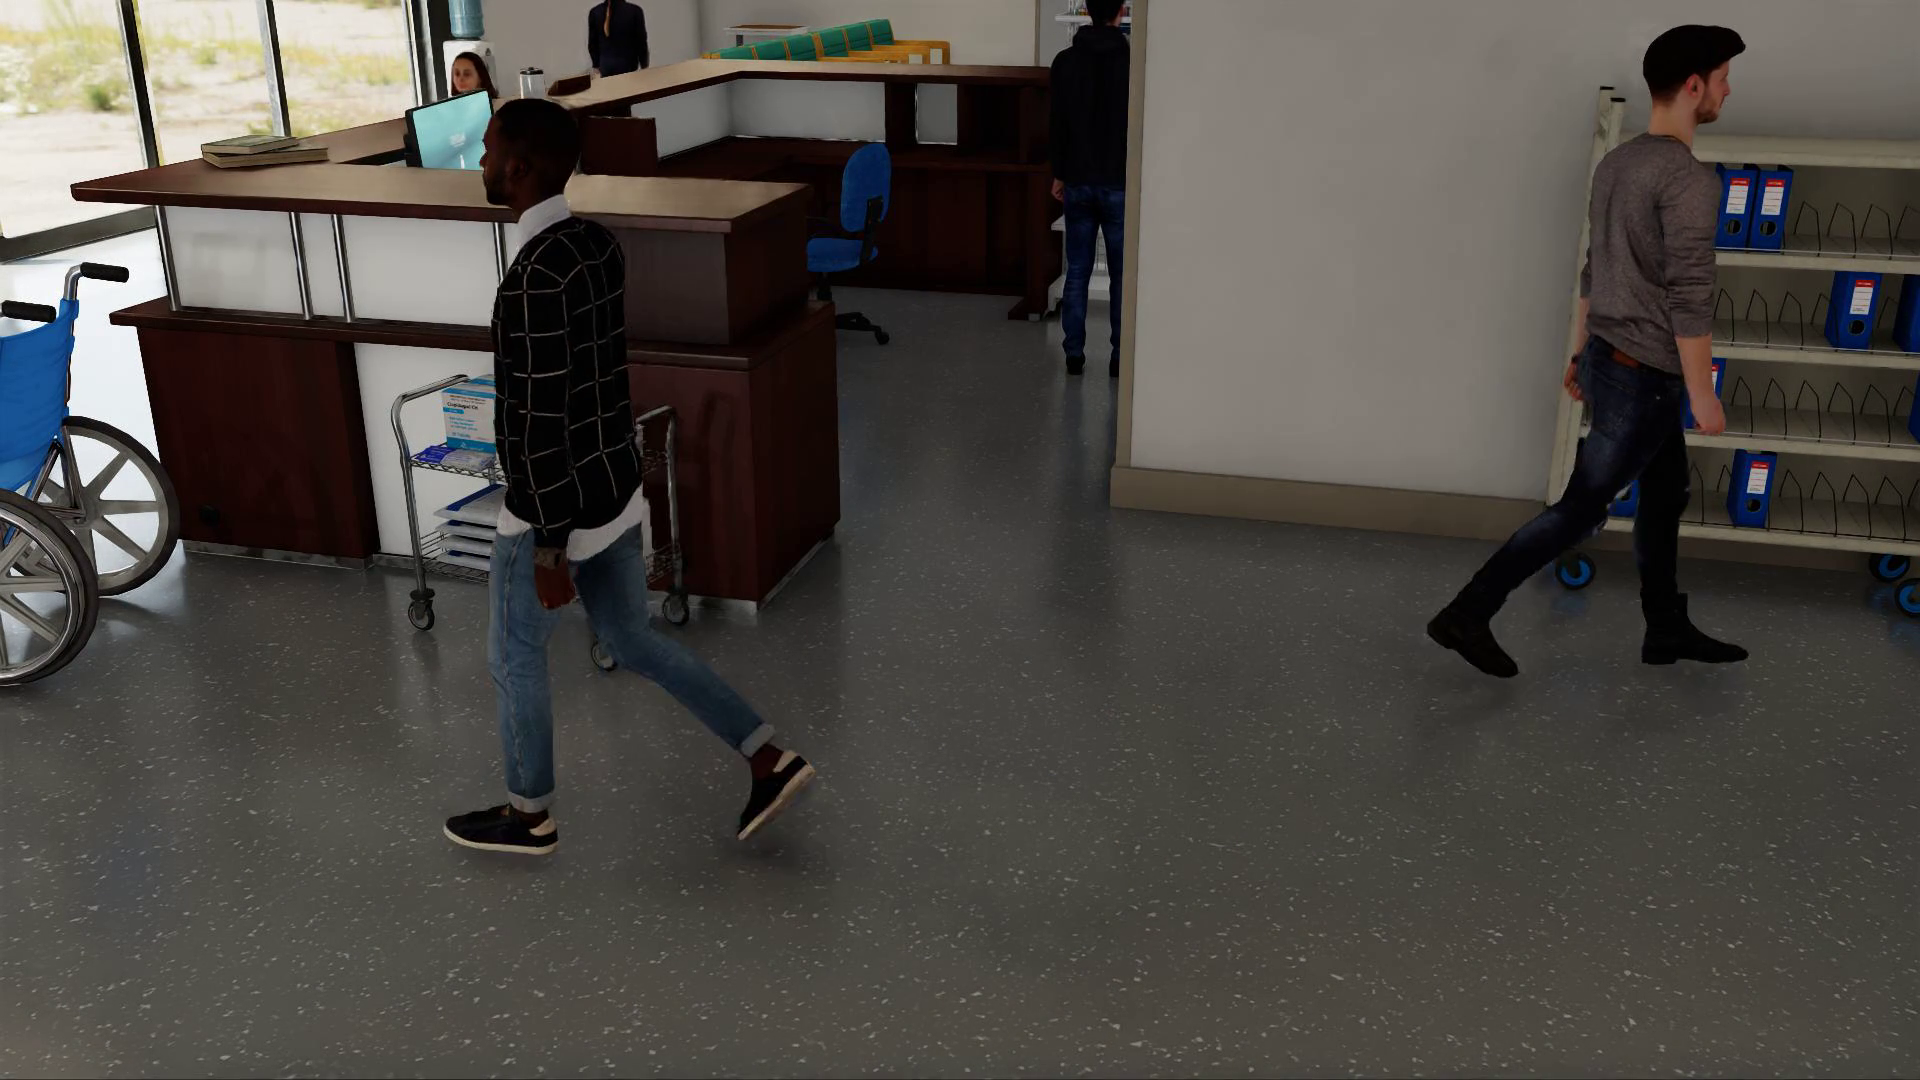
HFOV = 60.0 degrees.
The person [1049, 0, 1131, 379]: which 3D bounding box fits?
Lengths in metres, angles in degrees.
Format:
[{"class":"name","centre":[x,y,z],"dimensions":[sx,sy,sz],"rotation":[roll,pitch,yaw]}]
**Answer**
[{"class":"person","centre":[0.684,-1.741,8.081],"dimensions":[0.500,1.894,0.730],"rotation":[6,22,16]}]

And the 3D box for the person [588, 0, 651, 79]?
[{"class":"person","centre":[-3.060,-4.192,14.881],"dimensions":[0.807,1.661,0.876],"rotation":[1,21,1]}]

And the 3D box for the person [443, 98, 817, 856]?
[{"class":"person","centre":[-0.781,-0.059,3.784],"dimensions":[1.171,1.790,0.732],"rotation":[4,21,11]}]

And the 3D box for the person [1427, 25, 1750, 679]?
[{"class":"person","centre":[1.811,-0.446,4.704],"dimensions":[1.261,1.864,0.829],"rotation":[1,21,4]}]
